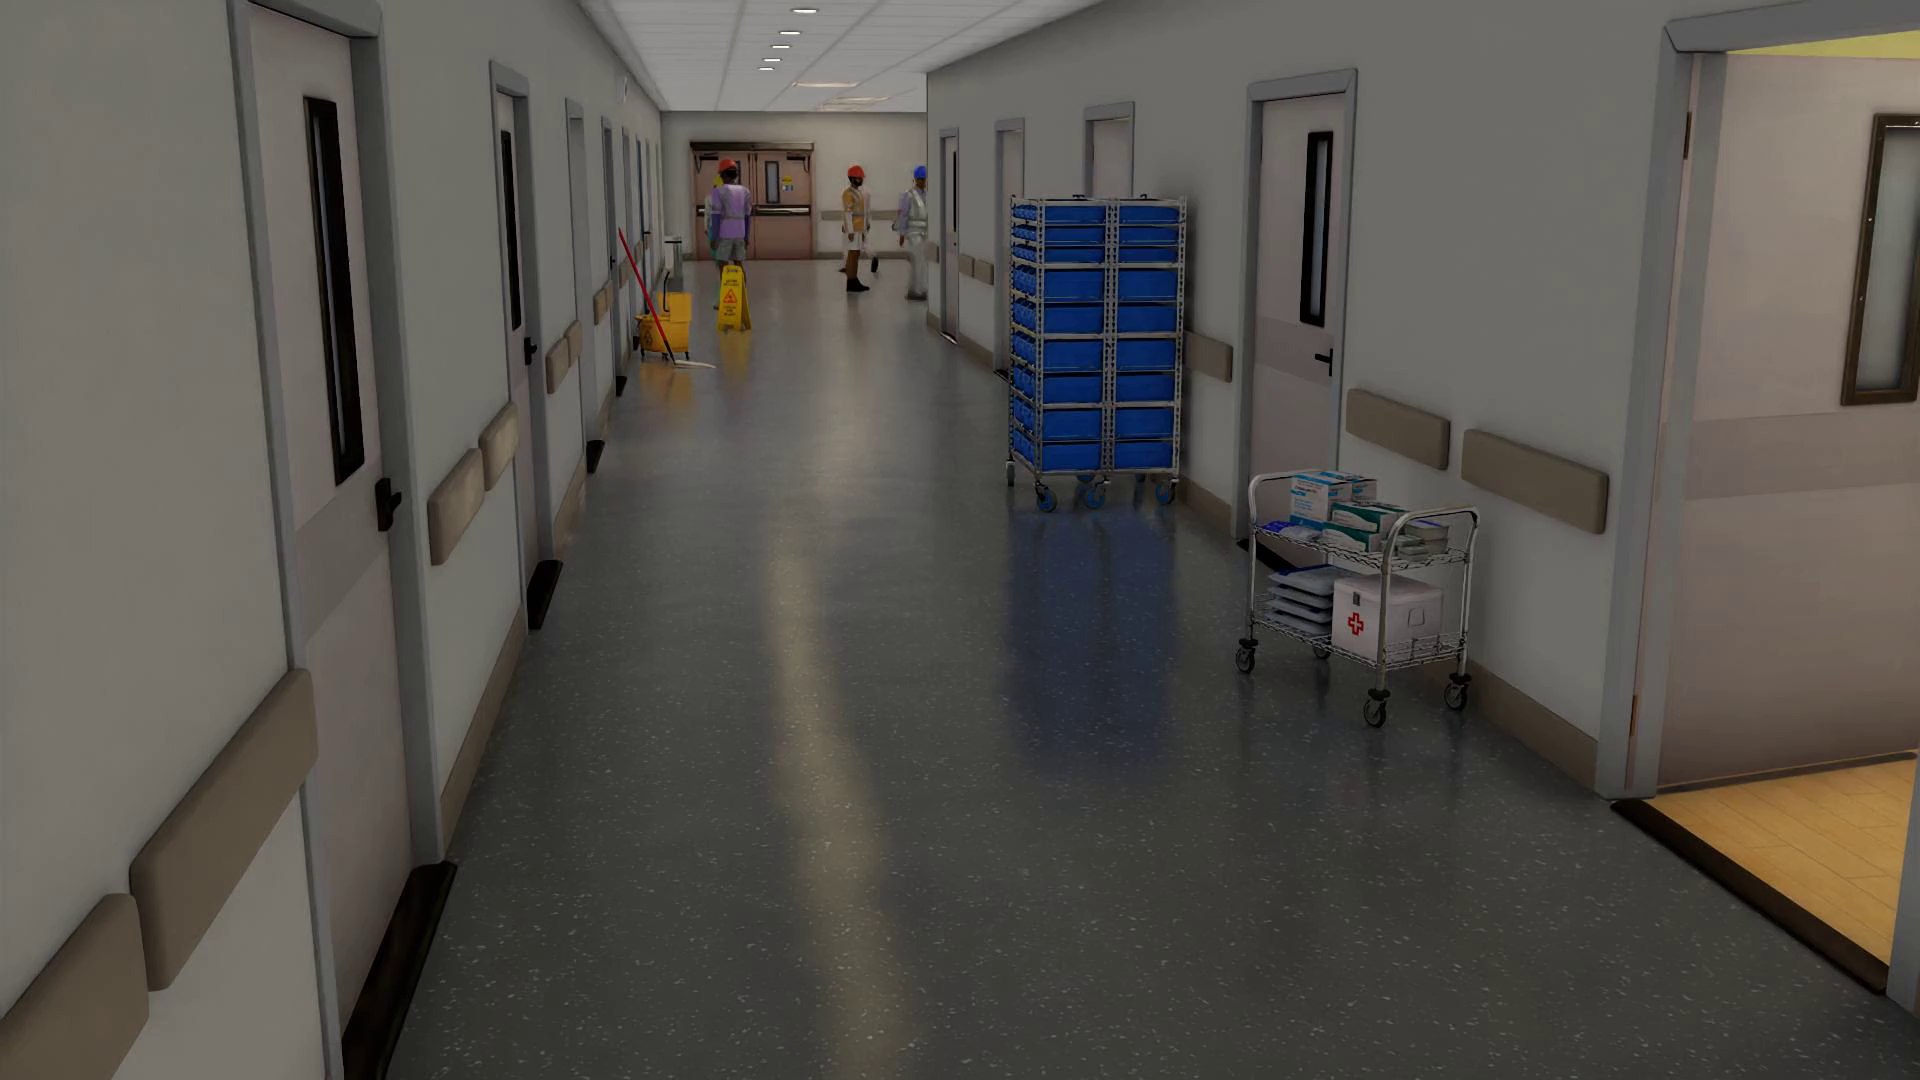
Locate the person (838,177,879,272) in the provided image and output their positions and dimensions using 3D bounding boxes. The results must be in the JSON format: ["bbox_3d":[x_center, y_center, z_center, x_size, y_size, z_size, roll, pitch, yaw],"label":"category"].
[{"bbox_3d":[-1.861,-5.787,30.231,0.661,1.871,0.842,-11,17,-41],"label":"person"}]

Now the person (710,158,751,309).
[{"bbox_3d":[-3.129,-4.151,22.616,0.619,2.028,0.408,-11,17,-41],"label":"person"}]

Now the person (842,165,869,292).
[{"bbox_3d":[-1.614,-4.840,25.875,0.359,1.938,0.545,3,13,15],"label":"person"}]

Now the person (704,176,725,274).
[{"bbox_3d":[-4.219,-5.510,29.258,0.538,1.752,0.438,0,13,2],"label":"person"}]

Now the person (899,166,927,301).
[{"bbox_3d":[-0.500,-4.418,24.027,0.828,1.918,0.646,11,16,39],"label":"person"}]
